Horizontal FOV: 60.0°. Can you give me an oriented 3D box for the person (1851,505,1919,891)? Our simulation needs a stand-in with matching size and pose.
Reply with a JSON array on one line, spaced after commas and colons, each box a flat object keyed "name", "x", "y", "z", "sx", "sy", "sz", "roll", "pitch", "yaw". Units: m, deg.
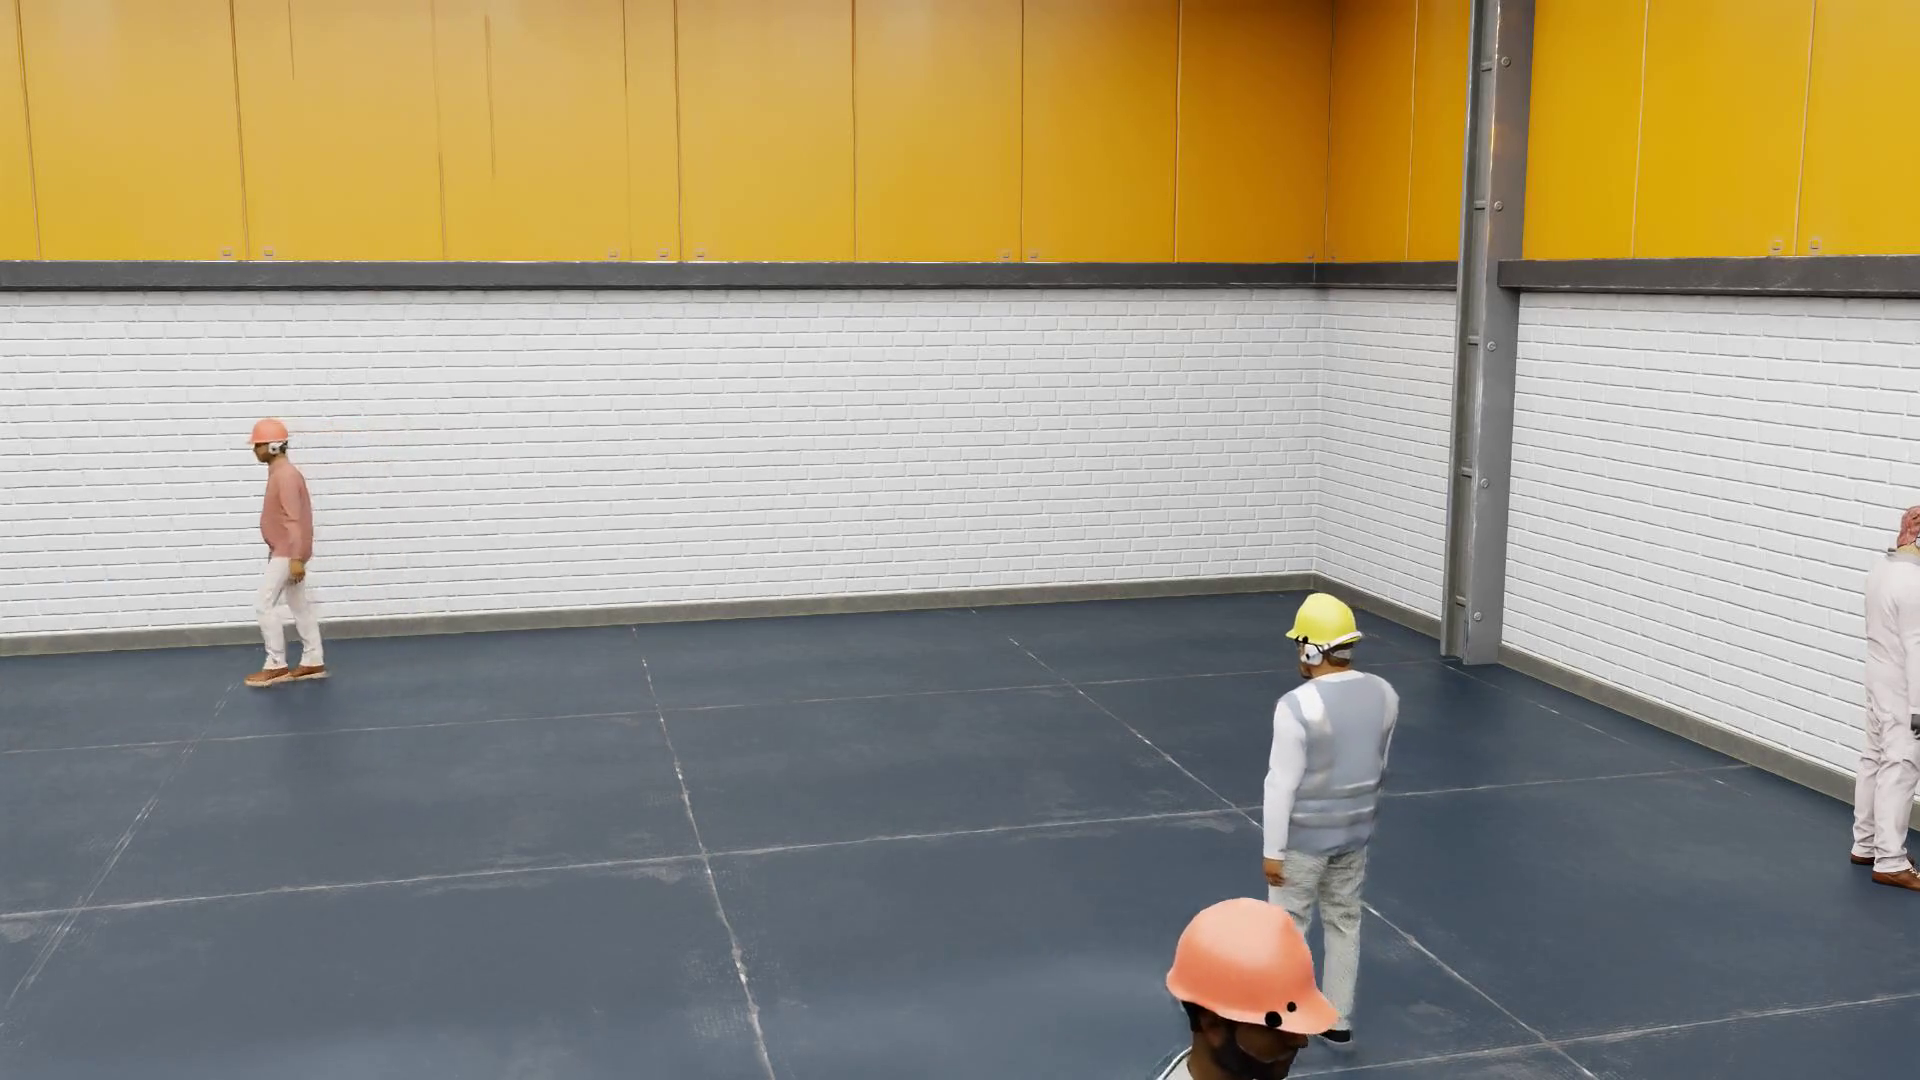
[{"name": "person", "x": 4.720, "y": 0.766, "z": 8.276, "sx": 0.407, "sy": 1.904, "sz": 0.639, "roll": 2, "pitch": 9, "yaw": 12}]

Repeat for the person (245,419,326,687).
[{"name": "person", "x": -5.063, "y": 0.096, "z": 12.228, "sx": 0.726, "sy": 1.966, "sz": 0.663, "roll": -4, "pitch": 10, "yaw": -24}]

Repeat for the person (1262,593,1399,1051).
[{"name": "person", "x": 1.387, "y": 1.105, "z": 6.398, "sx": 0.606, "sy": 1.829, "sz": 0.424, "roll": -5, "pitch": 10, "yaw": -29}]

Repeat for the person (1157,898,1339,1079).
[{"name": "person", "x": 0.504, "y": 1.582, "z": 3.100, "sx": 0.416, "sy": 1.926, "sz": 0.569, "roll": 5, "pitch": 10, "yaw": 28}]
